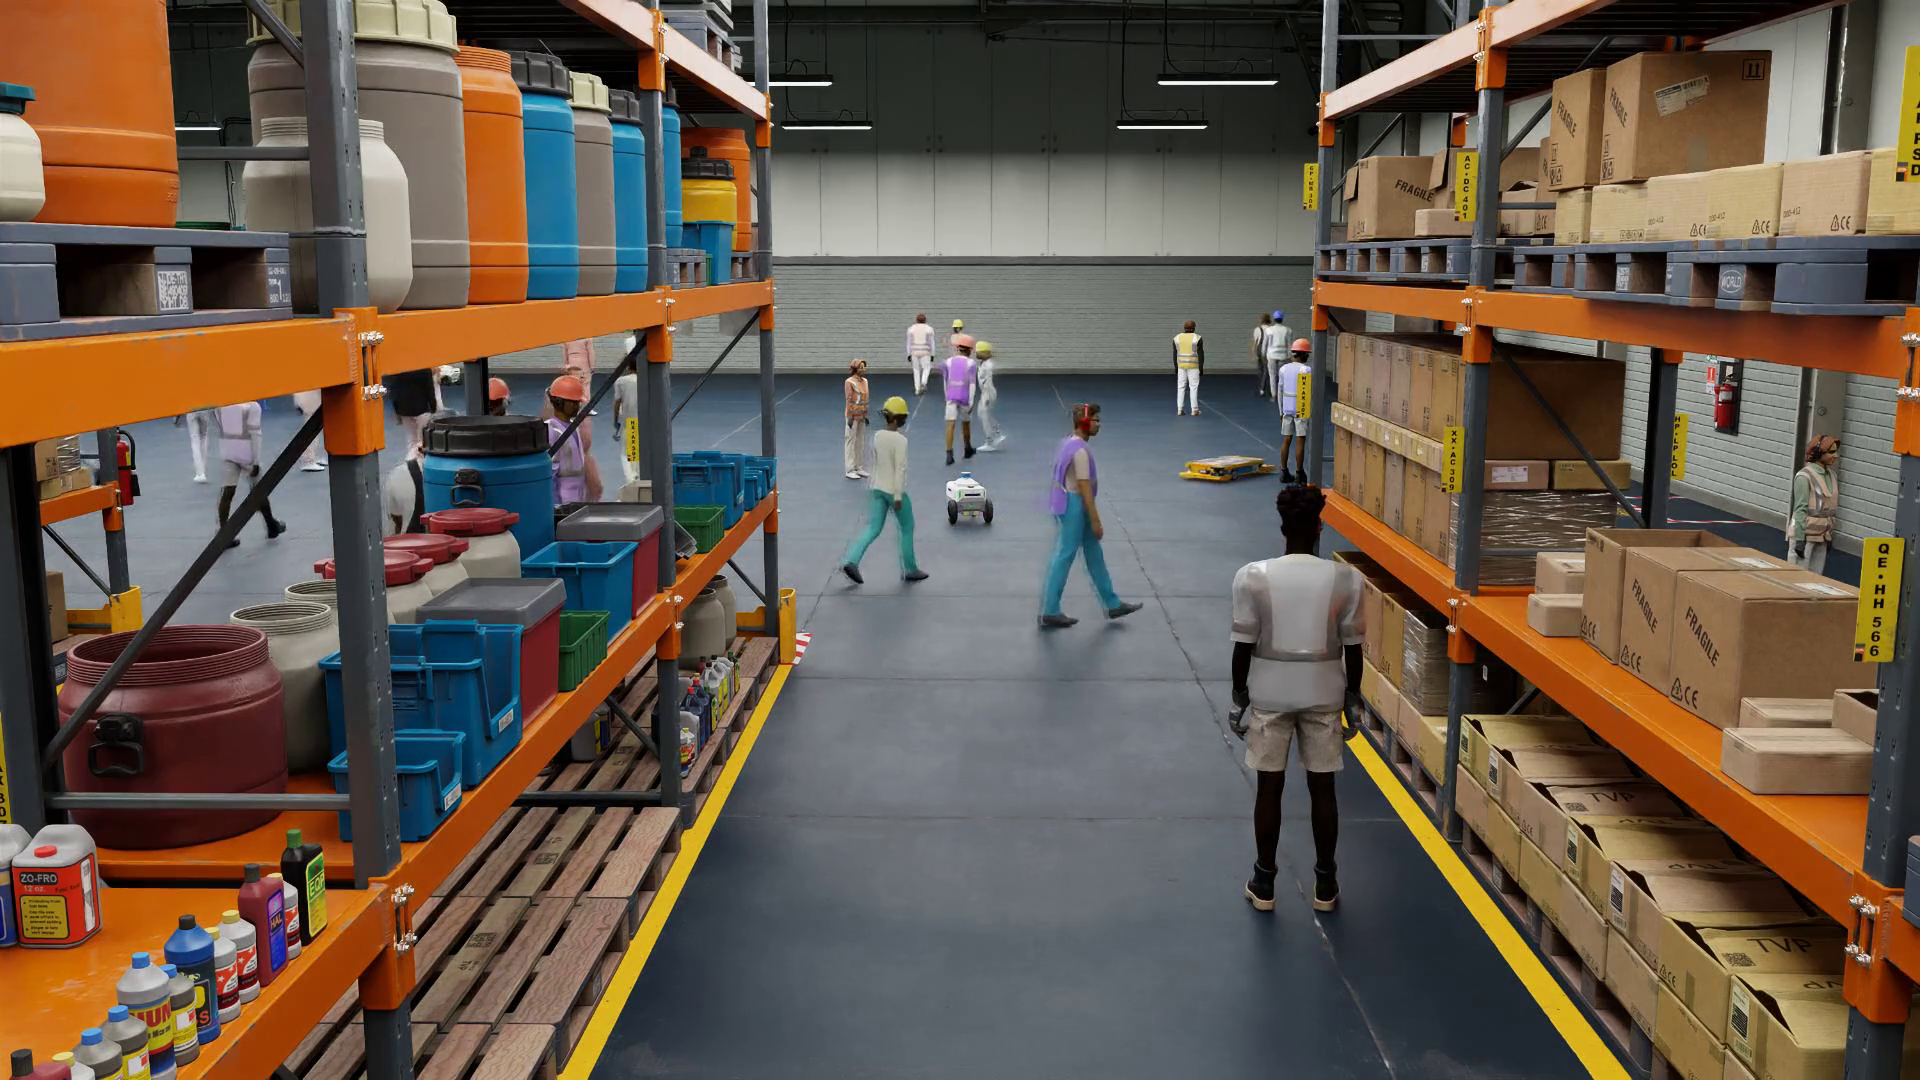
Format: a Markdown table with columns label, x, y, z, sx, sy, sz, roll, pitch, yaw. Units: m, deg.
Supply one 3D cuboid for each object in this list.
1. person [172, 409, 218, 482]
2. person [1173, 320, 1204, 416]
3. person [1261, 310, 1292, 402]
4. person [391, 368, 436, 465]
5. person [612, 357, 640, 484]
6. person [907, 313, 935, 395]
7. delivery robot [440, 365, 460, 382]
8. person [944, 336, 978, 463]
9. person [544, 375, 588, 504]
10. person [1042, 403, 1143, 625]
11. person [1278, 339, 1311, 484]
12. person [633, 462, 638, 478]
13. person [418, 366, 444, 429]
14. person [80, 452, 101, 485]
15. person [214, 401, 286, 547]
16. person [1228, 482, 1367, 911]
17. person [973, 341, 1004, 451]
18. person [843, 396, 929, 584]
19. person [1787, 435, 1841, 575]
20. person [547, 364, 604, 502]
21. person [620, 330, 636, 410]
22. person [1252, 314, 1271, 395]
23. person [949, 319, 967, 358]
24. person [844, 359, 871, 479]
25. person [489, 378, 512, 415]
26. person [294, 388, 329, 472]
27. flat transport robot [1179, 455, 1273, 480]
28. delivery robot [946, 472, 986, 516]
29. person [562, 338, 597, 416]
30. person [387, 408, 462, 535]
| label | x | y | z | sx | sy | sz | roll | pitch | yaw |
| --- | --- | --- | --- | --- | --- | --- | --- | --- | --- |
| person | -10.406 | -1.722 | 22.634 | 0.593 | 1.810 | 0.924 | -7 | 12 | -37 |
| person | 4.449 | -3.345 | 32.280 | 0.628 | 1.843 | 0.429 | 5 | 11 | 29 |
| person | 6.731 | -3.921 | 35.463 | 0.617 | 1.930 | 0.560 | 0 | 9 | -1 |
| person | -7.285 | -1.719 | 22.130 | 0.634 | 1.979 | 0.617 | 3 | 10 | 17 |
| person | -4.044 | -1.404 | 20.665 | 0.547 | 1.838 | 0.520 | -3 | 10 | -19 |
| person | -0.877 | -4.176 | 37.316 | 0.632 | 1.829 | 0.520 | 1 | 10 | 8 |
| delivery robot | -12.452 | -4.054 | 40.214 | 0.707 | 0.478 | 0.477 | 5 | 11 | 25 |
| person | 0.015 | -2.093 | 24.715 | 0.557 | 1.865 | 1.048 | 3 | 10 | 15 |
| person | -3.203 | -0.325 | 13.593 | 0.383 | 2.041 | 0.605 | 1 | 10 | 6 |
| person | 1.088 | -0.201 | 13.530 | 0.908 | 1.803 | 0.599 | 0 | 9 | 1 |
| person | 4.535 | -1.732 | 22.340 | 0.371 | 1.930 | 0.552 | -8 | 13 | -41 |
| person | -4.387 | -1.675 | 22.871 | 0.310 | 1.642 | 0.514 | 9 | 13 | 42 |
| person | -9.537 | -2.993 | 29.842 | 0.646 | 1.943 | 0.942 | 2 | 10 | 11 |
| person | -11.459 | -1.477 | 21.366 | 0.639 | 1.752 | 0.544 | 0 | 9 | -1 |
| person | -7.535 | -0.900 | 17.509 | 0.547 | 1.884 | 0.996 | 1 | 10 | 9 |
| person | 1.532 | 0.714 | 7.593 | 0.610 | 1.963 | 0.365 | 1 | 10 | 6 |
| person | 0.423 | -2.273 | 26.197 | 0.446 | 1.722 | 0.519 | -2 | 10 | -12 |
| person | -0.693 | -0.461 | 15.322 | 0.855 | 1.733 | 0.525 | -8 | 12 | -38 |
| person | 6.615 | -0.007 | 12.919 | 0.508 | 1.629 | 0.315 | -6 | 11 | -34 |
| person | -3.989 | -0.886 | 17.425 | 0.670 | 1.885 | 0.649 | 4 | 10 | 23 |
| person | -6.240 | -3.301 | 32.043 | 0.519 | 1.839 | 0.875 | 8 | 13 | 41 |
| person | 6.866 | -4.168 | 37.335 | 0.534 | 1.792 | 0.984 | 3 | 10 | 20 |
| person | 0.019 | -3.882 | 35.807 | 0.530 | 1.745 | 0.665 | 9 | 13 | 43 |
| person | -1.414 | -1.671 | 22.851 | 0.314 | 1.641 | 0.515 | 5 | 11 | 27 |
| person | -4.004 | -0.409 | 14.360 | 0.655 | 1.948 | 0.961 | 2 | 10 | 11 |
| person | -9.146 | -1.937 | 23.707 | 0.649 | 1.886 | 0.704 | 8 | 12 | 40 |
| flat transport robot | 3.703 | -1.009 | 23.106 | 0.652 | 0.197 | 1.431 | 8 | 12 | 39 |
| delivery robot | 0.068 | -0.539 | 19.162 | 0.477 | 0.478 | 0.707 | -2 | 10 | -12 |
| person | -7.345 | -3.358 | 32.179 | 0.637 | 1.904 | 0.403 | 2 | 10 | 14 |
| person | -3.340 | 0.159 | 10.820 | 0.693 | 2.000 | 0.641 | 2 | 10 | 11 |
